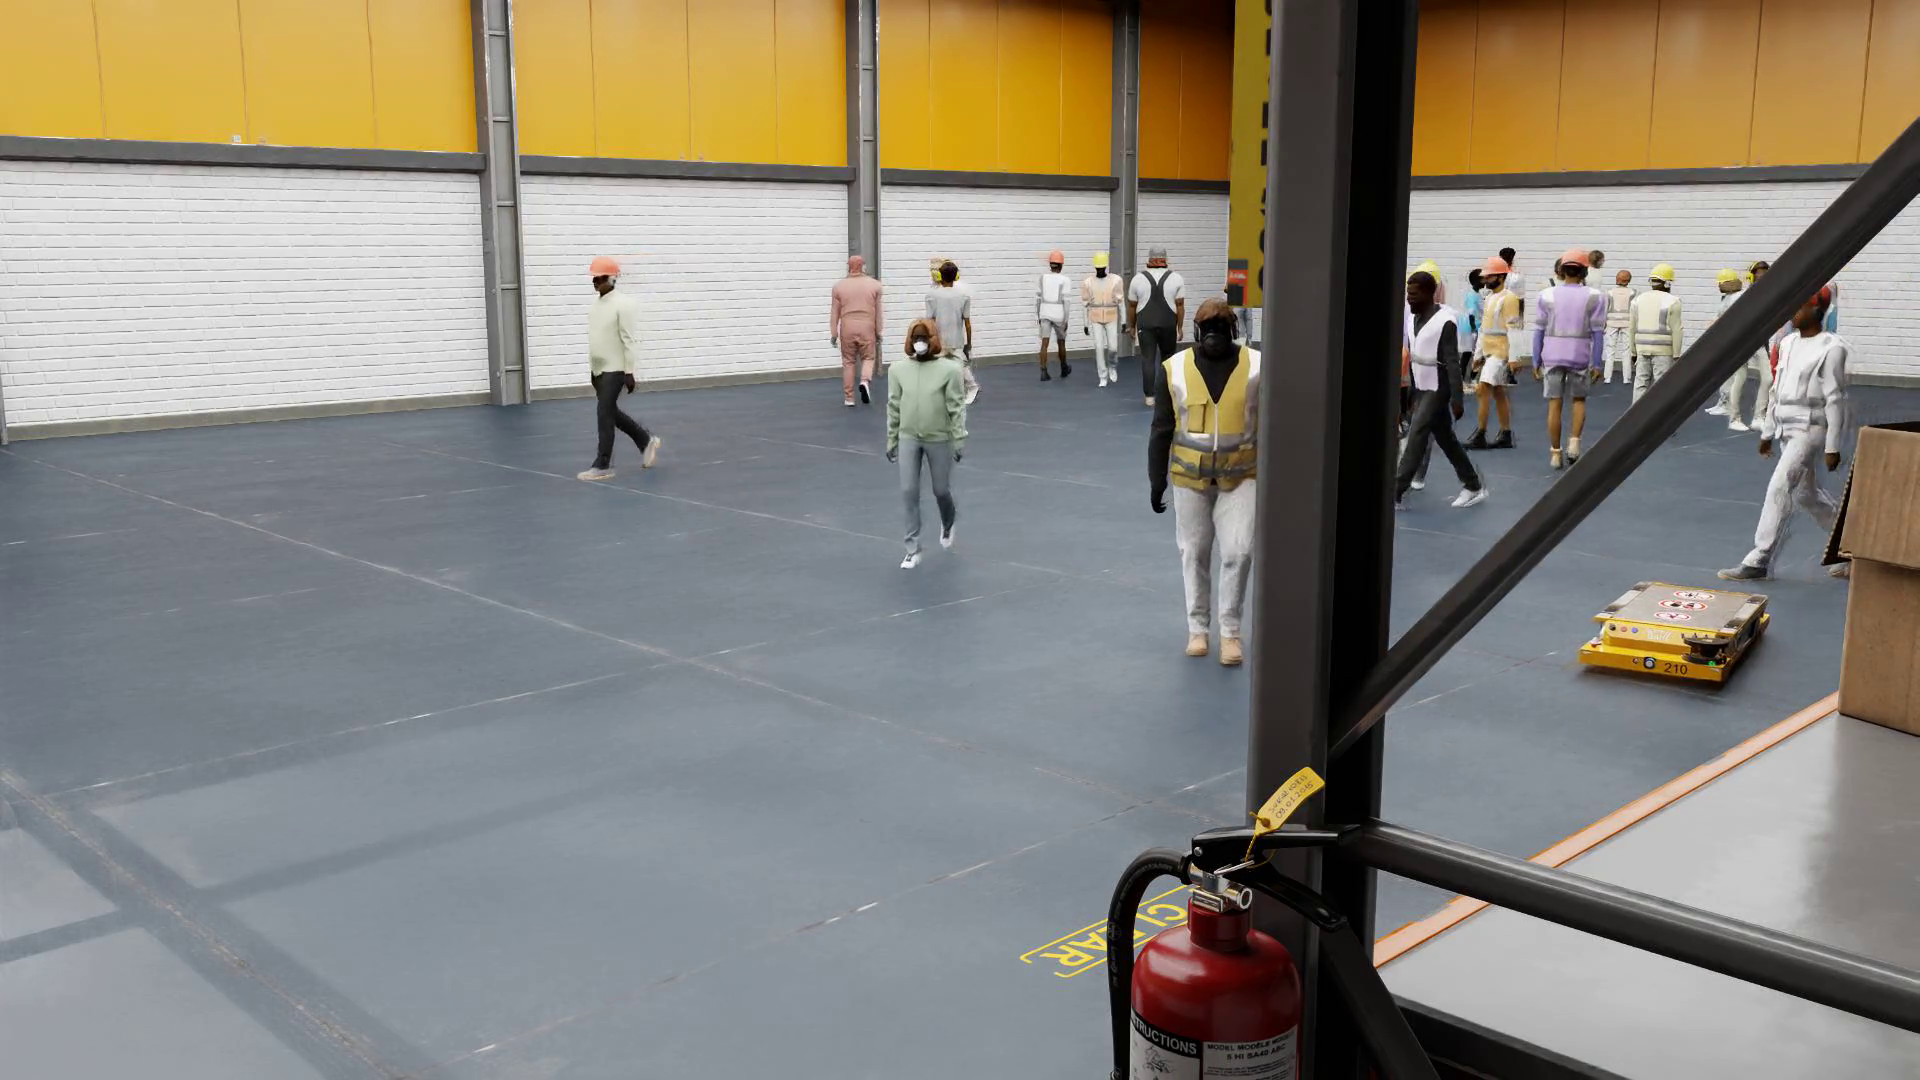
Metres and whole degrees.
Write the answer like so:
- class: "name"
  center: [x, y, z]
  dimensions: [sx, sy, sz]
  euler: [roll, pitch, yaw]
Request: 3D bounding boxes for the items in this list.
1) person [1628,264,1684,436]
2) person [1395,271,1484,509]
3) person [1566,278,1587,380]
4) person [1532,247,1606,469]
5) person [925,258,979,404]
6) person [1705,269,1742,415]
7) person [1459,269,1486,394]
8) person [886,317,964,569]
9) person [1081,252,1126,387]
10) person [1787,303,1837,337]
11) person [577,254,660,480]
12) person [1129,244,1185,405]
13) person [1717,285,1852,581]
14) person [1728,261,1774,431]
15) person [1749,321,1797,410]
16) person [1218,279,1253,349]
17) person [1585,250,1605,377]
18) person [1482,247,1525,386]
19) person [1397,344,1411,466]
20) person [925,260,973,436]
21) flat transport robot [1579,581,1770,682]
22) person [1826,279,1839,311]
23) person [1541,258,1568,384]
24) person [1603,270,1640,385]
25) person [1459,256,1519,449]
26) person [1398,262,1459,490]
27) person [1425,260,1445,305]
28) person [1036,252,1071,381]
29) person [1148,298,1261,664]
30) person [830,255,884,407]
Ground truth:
- class: "person"
  center: [7.412, -2.013, 17.693]
  dimensions: [0.404, 1.829, 0.600]
  euler: [-7, 13, -34]
- class: "person"
  center: [3.695, -1.159, 12.981]
  dimensions: [1.034, 1.855, 0.622]
  euler: [-2, 11, -9]
- class: "person"
  center: [8.973, -3.132, 24.418]
  dimensions: [0.396, 1.595, 0.545]
  euler: [7, 13, 34]
- class: "person"
  center: [5.544, -1.649, 15.197]
  dimensions: [0.605, 2.027, 0.446]
  euler: [4, 11, 20]
- class: "person"
  center: [-0.154, -2.594, 20.809]
  dimensions: [0.638, 1.870, 0.939]
  euler: [9, 13, 39]
- class: "person"
  center: [9.111, -2.356, 19.830]
  dimensions: [0.316, 1.735, 0.483]
  euler: [3, 11, 18]
- class: "person"
  center: [6.939, -2.800, 22.370]
  dimensions: [0.476, 1.677, 0.556]
  euler: [5, 12, 27]
- class: "person"
  center: [-0.221, -0.649, 10.836]
  dimensions: [0.514, 1.614, 0.672]
  euler: [2, 11, 11]
- class: "person"
  center: [2.023, -3.096, 23.418]
  dimensions: [0.635, 1.893, 0.560]
  euler: [1, 10, 8]
- class: "person"
  center: [9.683, -2.148, 18.941]
  dimensions: [0.517, 1.645, 0.308]
  euler: [9, 13, 39]
- class: "person"
  center: [-3.034, -1.535, 14.720]
  dimensions: [0.858, 1.970, 0.626]
  euler: [-10, 14, -43]
- class: "person"
  center: [2.504, -2.752, 21.149]
  dimensions: [0.705, 2.000, 0.855]
  euler: [2, 11, 9]
- class: "person"
  center: [5.235, -0.650, 10.240]
  dimensions: [0.938, 1.852, 0.581]
  euler: [0, 10, 0]
- class: "person"
  center: [8.627, -2.080, 17.996]
  dimensions: [0.572, 1.845, 0.696]
  euler: [-3, 11, -14]
- class: "person"
  center: [10.110, -2.413, 20.162]
  dimensions: [0.787, 1.727, 0.567]
  euler: [4, 11, 19]
- class: "person"
  center: [3.467, -2.555, 21.186]
  dimensions: [0.507, 1.632, 0.267]
  euler: [2, 11, 9]
- class: "person"
  center: [9.439, -3.383, 24.959]
  dimensions: [0.476, 1.909, 0.668]
  euler: [-2, 11, -10]
- class: "person"
  center: [7.700, -3.158, 23.566]
  dimensions: [0.602, 1.966, 0.368]
  euler: [7, 12, 33]
- class: "person"
  center: [2.888, -0.847, 11.718]
  dimensions: [0.547, 1.679, 0.371]
  euler: [3, 11, 17]
- class: "person"
  center: [-0.123, -2.017, 17.610]
  dimensions: [0.514, 1.872, 0.328]
  euler: [0, 10, -1]
- class: "flat transport robot"
  center: [3.707, 0.443, 8.560]
  dimensions: [0.652, 0.197, 1.431]
  euler: [7, 12, 33]
- class: "person"
  center: [11.421, -2.832, 22.152]
  dimensions: [0.429, 1.837, 0.621]
  euler: [-3, 11, -18]
- class: "person"
  center: [8.673, -3.201, 24.235]
  dimensions: [0.528, 1.814, 0.827]
  euler: [-2, 11, -11]
- class: "person"
  center: [9.466, -3.046, 23.850]
  dimensions: [0.521, 1.639, 0.311]
  euler: [5, 11, 24]
- class: "person"
  center: [5.228, -1.850, 16.564]
  dimensions: [0.763, 1.912, 0.584]
  euler: [-1, 10, -5]
- class: "person"
  center: [3.797, -1.333, 13.765]
  dimensions: [0.607, 1.912, 0.637]
  euler: [3, 11, 16]
- class: "person"
  center: [7.005, -3.313, 24.962]
  dimensions: [0.525, 1.769, 0.316]
  euler: [5, 11, 24]
- class: "person"
  center: [1.398, -3.317, 24.646]
  dimensions: [0.563, 1.882, 0.990]
  euler: [4, 11, 21]
- class: "person"
  center: [1.253, -0.282, 8.277]
  dimensions: [0.650, 1.819, 0.638]
  euler: [2, 11, 11]
- class: "person"
  center: [-1.285, -2.583, 20.643]
  dimensions: [0.690, 1.886, 0.527]
  euler: [-1, 10, -3]
